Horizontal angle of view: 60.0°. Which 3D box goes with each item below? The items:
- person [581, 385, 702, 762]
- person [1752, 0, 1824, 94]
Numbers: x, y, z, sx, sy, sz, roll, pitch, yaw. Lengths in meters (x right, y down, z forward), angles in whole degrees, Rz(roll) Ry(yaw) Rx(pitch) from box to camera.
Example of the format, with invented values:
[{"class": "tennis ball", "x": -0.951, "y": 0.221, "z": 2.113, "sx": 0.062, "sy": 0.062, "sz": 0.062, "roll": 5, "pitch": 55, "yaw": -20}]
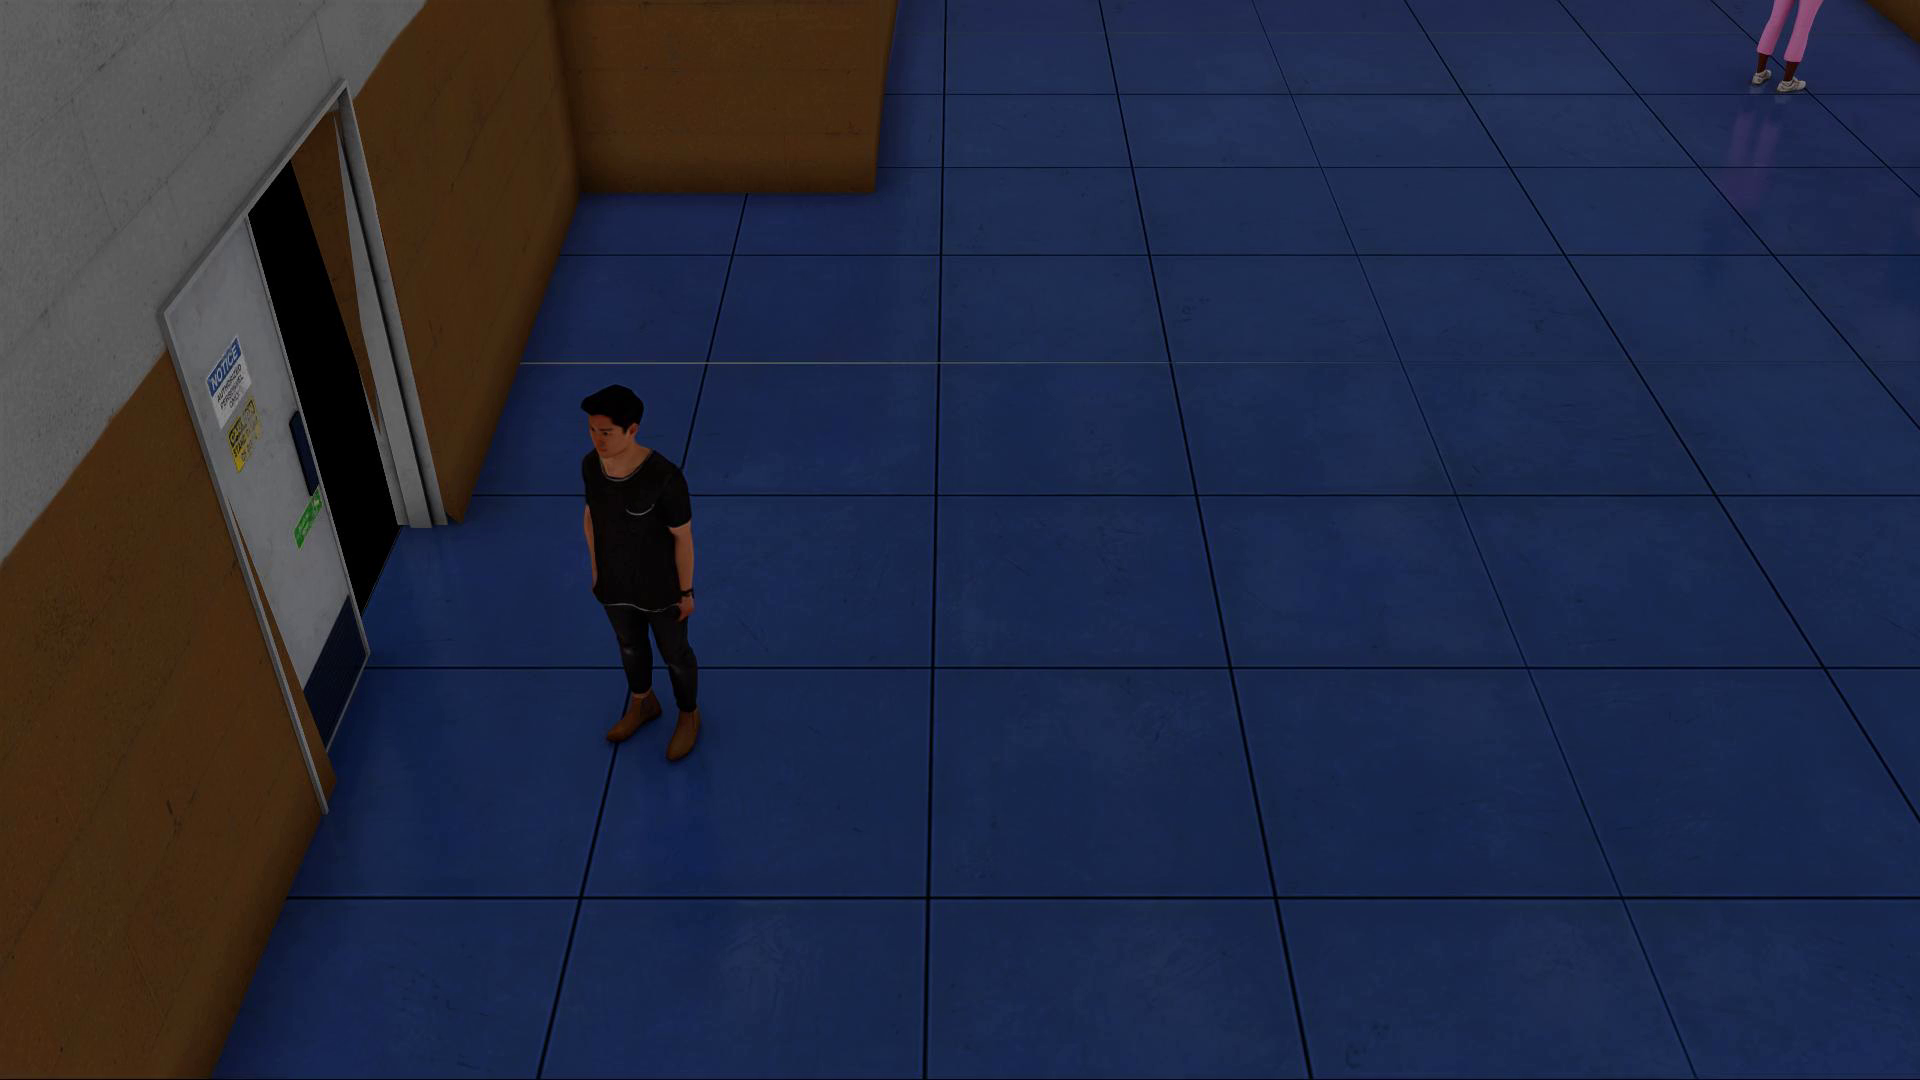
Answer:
[{"class": "person", "x": -1.264, "y": 0.124, "z": 6.616, "sx": 0.629, "sy": 1.716, "sz": 0.763, "roll": 15, "pitch": 39, "yaw": 19}, {"class": "person", "x": 6.307, "y": -4.207, "z": 12.408, "sx": 0.694, "sy": 1.689, "sz": 0.651, "roll": -26, "pitch": 44, "yaw": -30}]
